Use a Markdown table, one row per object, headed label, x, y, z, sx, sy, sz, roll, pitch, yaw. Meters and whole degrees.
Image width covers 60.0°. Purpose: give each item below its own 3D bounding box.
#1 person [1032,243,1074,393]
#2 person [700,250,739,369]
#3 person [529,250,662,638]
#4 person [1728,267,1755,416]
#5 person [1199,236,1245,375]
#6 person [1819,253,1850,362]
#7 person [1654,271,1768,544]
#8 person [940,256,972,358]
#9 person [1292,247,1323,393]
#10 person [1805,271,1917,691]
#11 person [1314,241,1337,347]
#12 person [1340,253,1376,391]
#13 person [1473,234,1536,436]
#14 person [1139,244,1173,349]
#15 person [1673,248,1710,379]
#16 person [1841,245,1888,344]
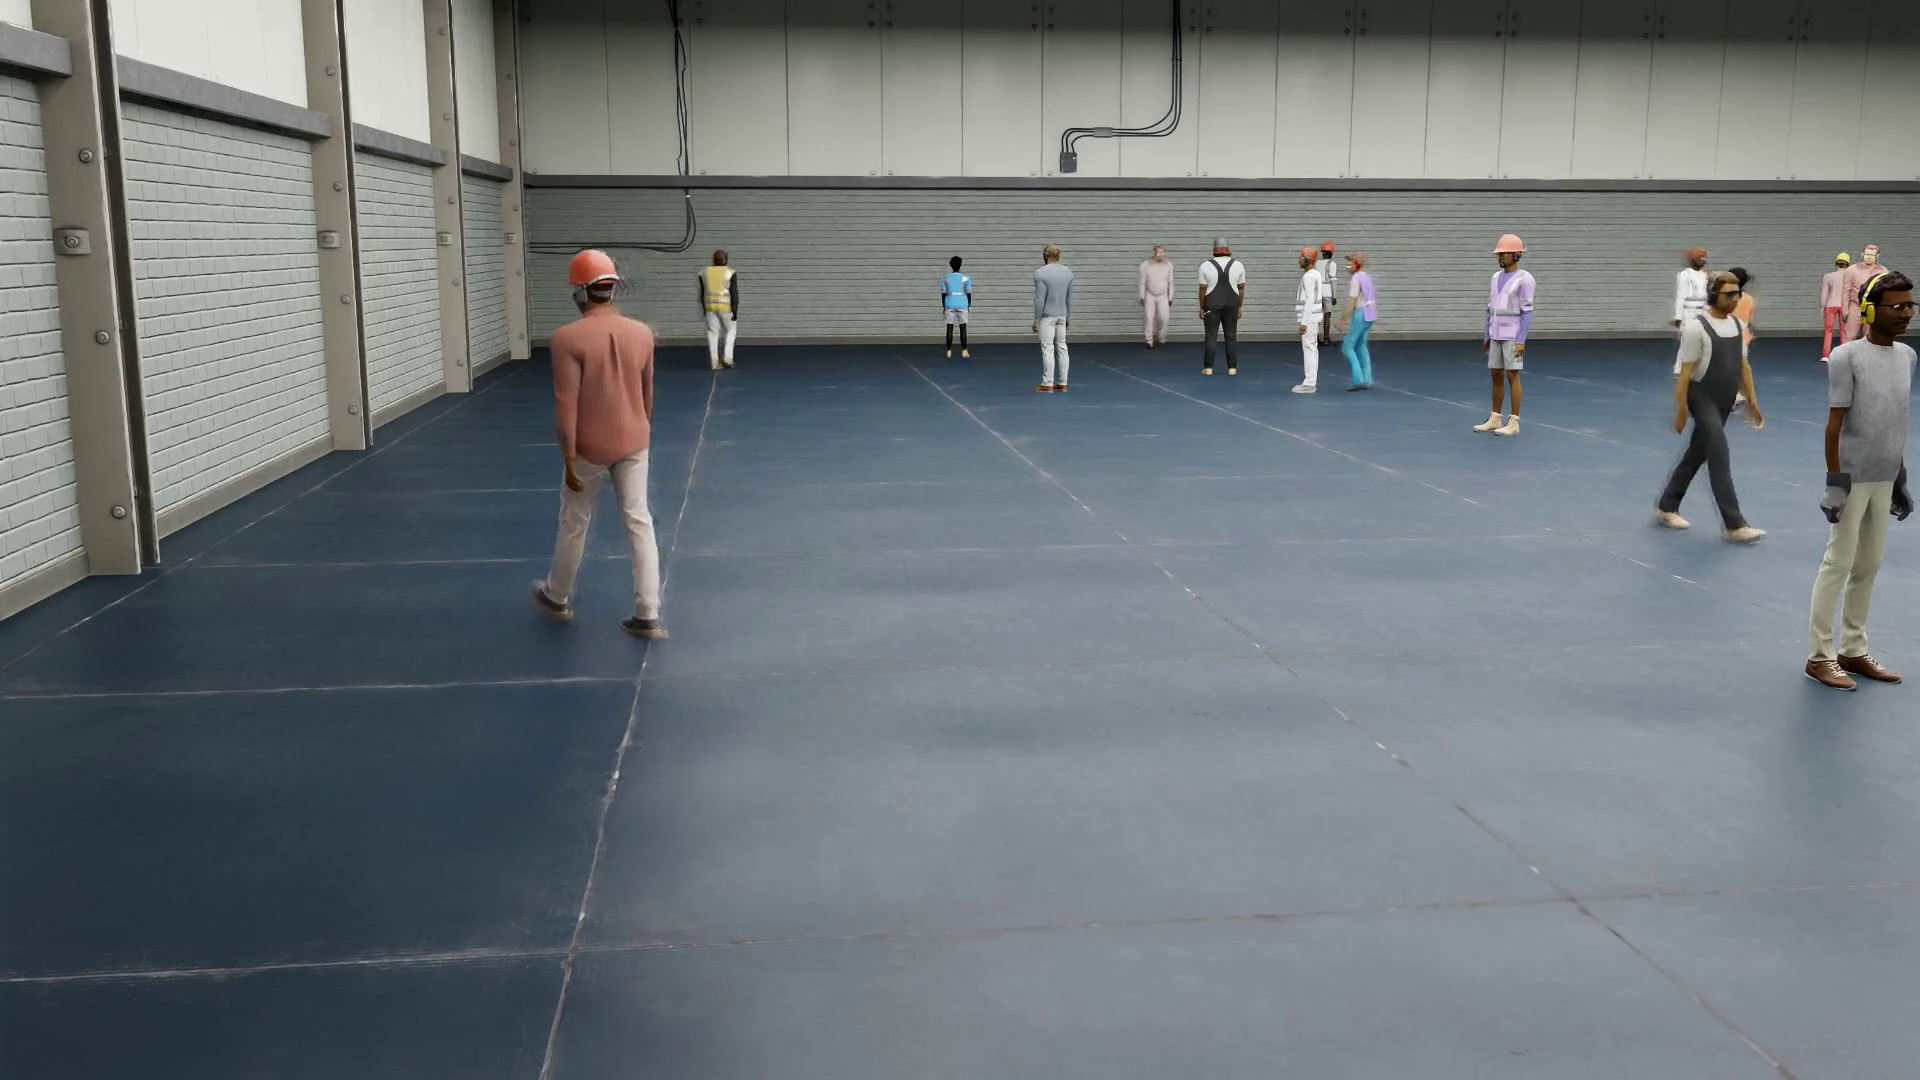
| label | x | y | z | sx | sy | sz | roll | pitch | yaw |
| --- | --- | --- | --- | --- | --- | --- | --- | --- | --- |
| person | 1.198 | -2.874 | 21.609 | 0.635 | 1.937 | 0.352 | -8 | 13 | -38 |
| person | -3.677 | -3.535 | 25.547 | 0.646 | 1.822 | 0.481 | 2 | 11 | 11 |
| person | -1.877 | -0.499 | 8.564 | 0.626 | 1.945 | 1.008 | -9 | 14 | -41 |
| person | 8.693 | -2.217 | 18.702 | 0.544 | 1.680 | 0.409 | -5 | 12 | -27 |
| person | 3.833 | -3.456 | 24.518 | 0.683 | 2.000 | 0.538 | 0 | 10 | 0 |
| person | 14.178 | -3.744 | 26.852 | 0.535 | 1.767 | 0.316 | 5 | 11 | 25 |
| person | 5.087 | -0.907 | 11.225 | 0.510 | 1.799 | 0.970 | -6 | 12 | -29 |
| person | -0.059 | -3.903 | 27.906 | 0.535 | 1.700 | 0.318 | 1 | 10 | 7 |
| person | 4.530 | -2.853 | 21.645 | 0.355 | 1.883 | 0.572 | 4 | 11 | 21 |
| person | 4.097 | -0.265 | 7.493 | 0.516 | 1.872 | 0.327 | -5 | 11 | -25 |
| person | 6.761 | -4.539 | 30.748 | 0.373 | 1.934 | 0.553 | -8 | 13 | -36 |
| person | 5.233 | -2.853 | 21.835 | 0.443 | 1.814 | 0.605 | 4 | 11 | 21 |
| person | 5.570 | -2.086 | 17.002 | 0.376 | 2.044 | 0.607 | -4 | 11 | -22 |
| person | 3.556 | -4.387 | 30.049 | 0.661 | 1.884 | 0.592 | -1 | 10 | -8 |
| person | 10.403 | -3.160 | 23.402 | 0.580 | 1.863 | 0.717 | -9 | 14 | -41 |
| person | 13.190 | -3.338 | 24.257 | 0.640 | 1.904 | 0.401 | 1 | 10 | 4 |
